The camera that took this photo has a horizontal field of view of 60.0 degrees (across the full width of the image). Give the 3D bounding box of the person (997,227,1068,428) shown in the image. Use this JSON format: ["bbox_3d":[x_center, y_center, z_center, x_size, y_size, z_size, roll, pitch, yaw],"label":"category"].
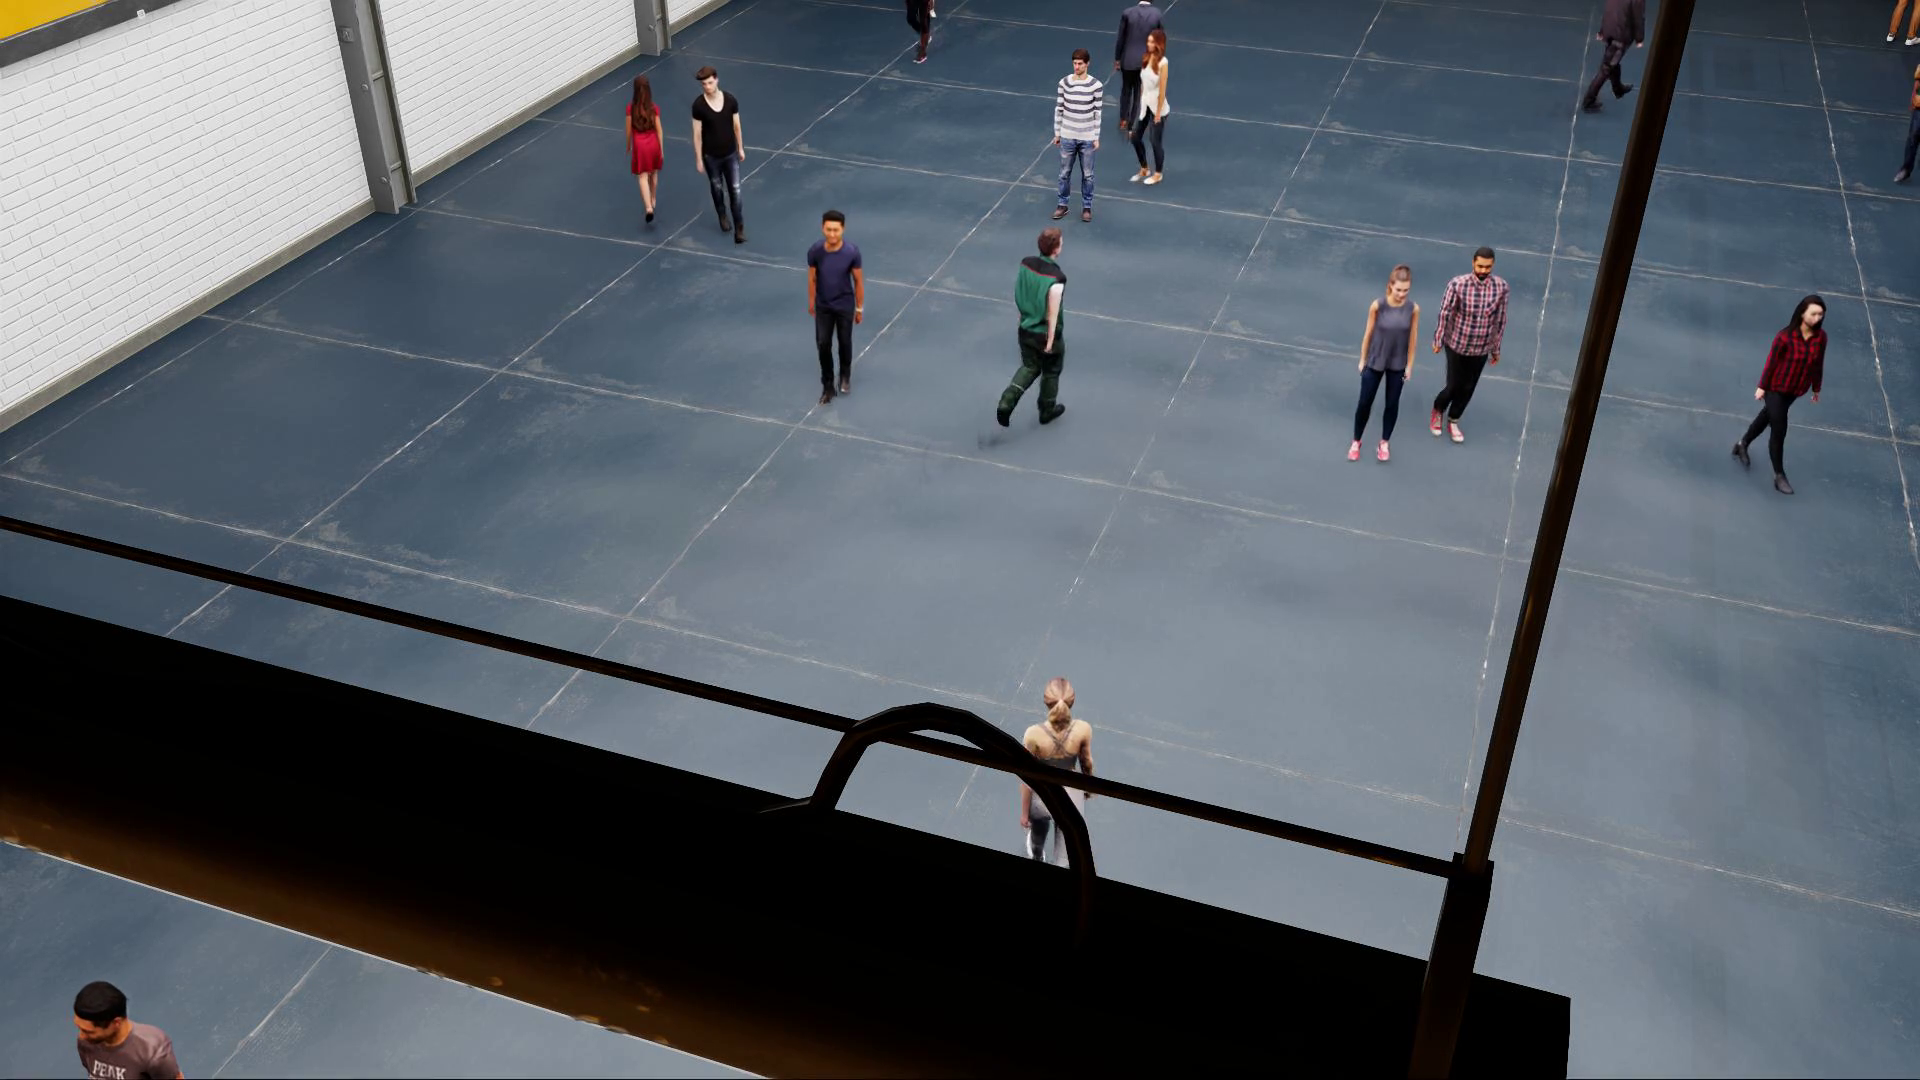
[{"bbox_3d":[0.609,-1.732,13.948,0.883,1.818,1.085,27,42,35],"label":"person"}]

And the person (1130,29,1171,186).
[{"bbox_3d":[2.249,-4.869,18.711,0.799,1.771,0.753,-20,38,-27],"label":"person"}]

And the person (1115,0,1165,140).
[{"bbox_3d":[2.130,-5.691,19.921,0.755,1.801,0.804,6,34,9],"label":"person"}]

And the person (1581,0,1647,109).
[{"bbox_3d":[8.145,-6.256,20.784,1.252,1.786,1.188,-15,36,-21],"label":"person"}]

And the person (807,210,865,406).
[{"bbox_3d":[-1.071,-2.093,14.537,0.781,1.768,0.876,3,34,4],"label":"person"}]

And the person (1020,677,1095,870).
[{"bbox_3d":[0.543,1.531,9.189,0.920,1.651,1.206,-3,34,-5],"label":"person"}]

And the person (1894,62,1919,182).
[{"bbox_3d":[11.065,-4.973,18.853,0.885,1.787,1.112,25,41,32],"label":"person"}]

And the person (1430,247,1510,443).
[{"bbox_3d":[4.240,-1.671,13.923,0.791,1.745,0.791,0,34,0],"label":"person"}]

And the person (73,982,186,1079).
[{"bbox_3d":[-3.616,2.594,7.479,0.641,1.776,0.554,9,35,13],"label":"person"}]

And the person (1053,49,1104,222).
[{"bbox_3d":[1.270,-4.362,17.873,0.669,1.854,0.550,8,34,12],"label":"person"}]

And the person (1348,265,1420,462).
[{"bbox_3d":[3.492,-1.457,13.616,0.611,1.727,0.592,6,34,9],"label":"person"}]

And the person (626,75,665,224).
[{"bbox_3d":[-3.389,-4.197,17.920,0.936,1.526,1.080,-10,35,-15],"label":"person"}]

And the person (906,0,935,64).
[{"bbox_3d":[-0.478,-7.410,22.549,0.675,1.753,0.777,19,38,26],"label":"person"}]

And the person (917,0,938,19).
[{"bbox_3d":[-0.566,-8.407,24.369,0.740,1.400,0.844,-6,34,-9],"label":"person"}]

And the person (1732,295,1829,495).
[{"bbox_3d":[6.584,-1.245,13.401,0.947,1.614,1.128,-7,34,-10],"label":"person"}]

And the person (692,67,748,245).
[{"bbox_3d":[-2.540,-4.068,17.442,1.152,1.842,1.298,-11,35,-16],"label":"person"}]
